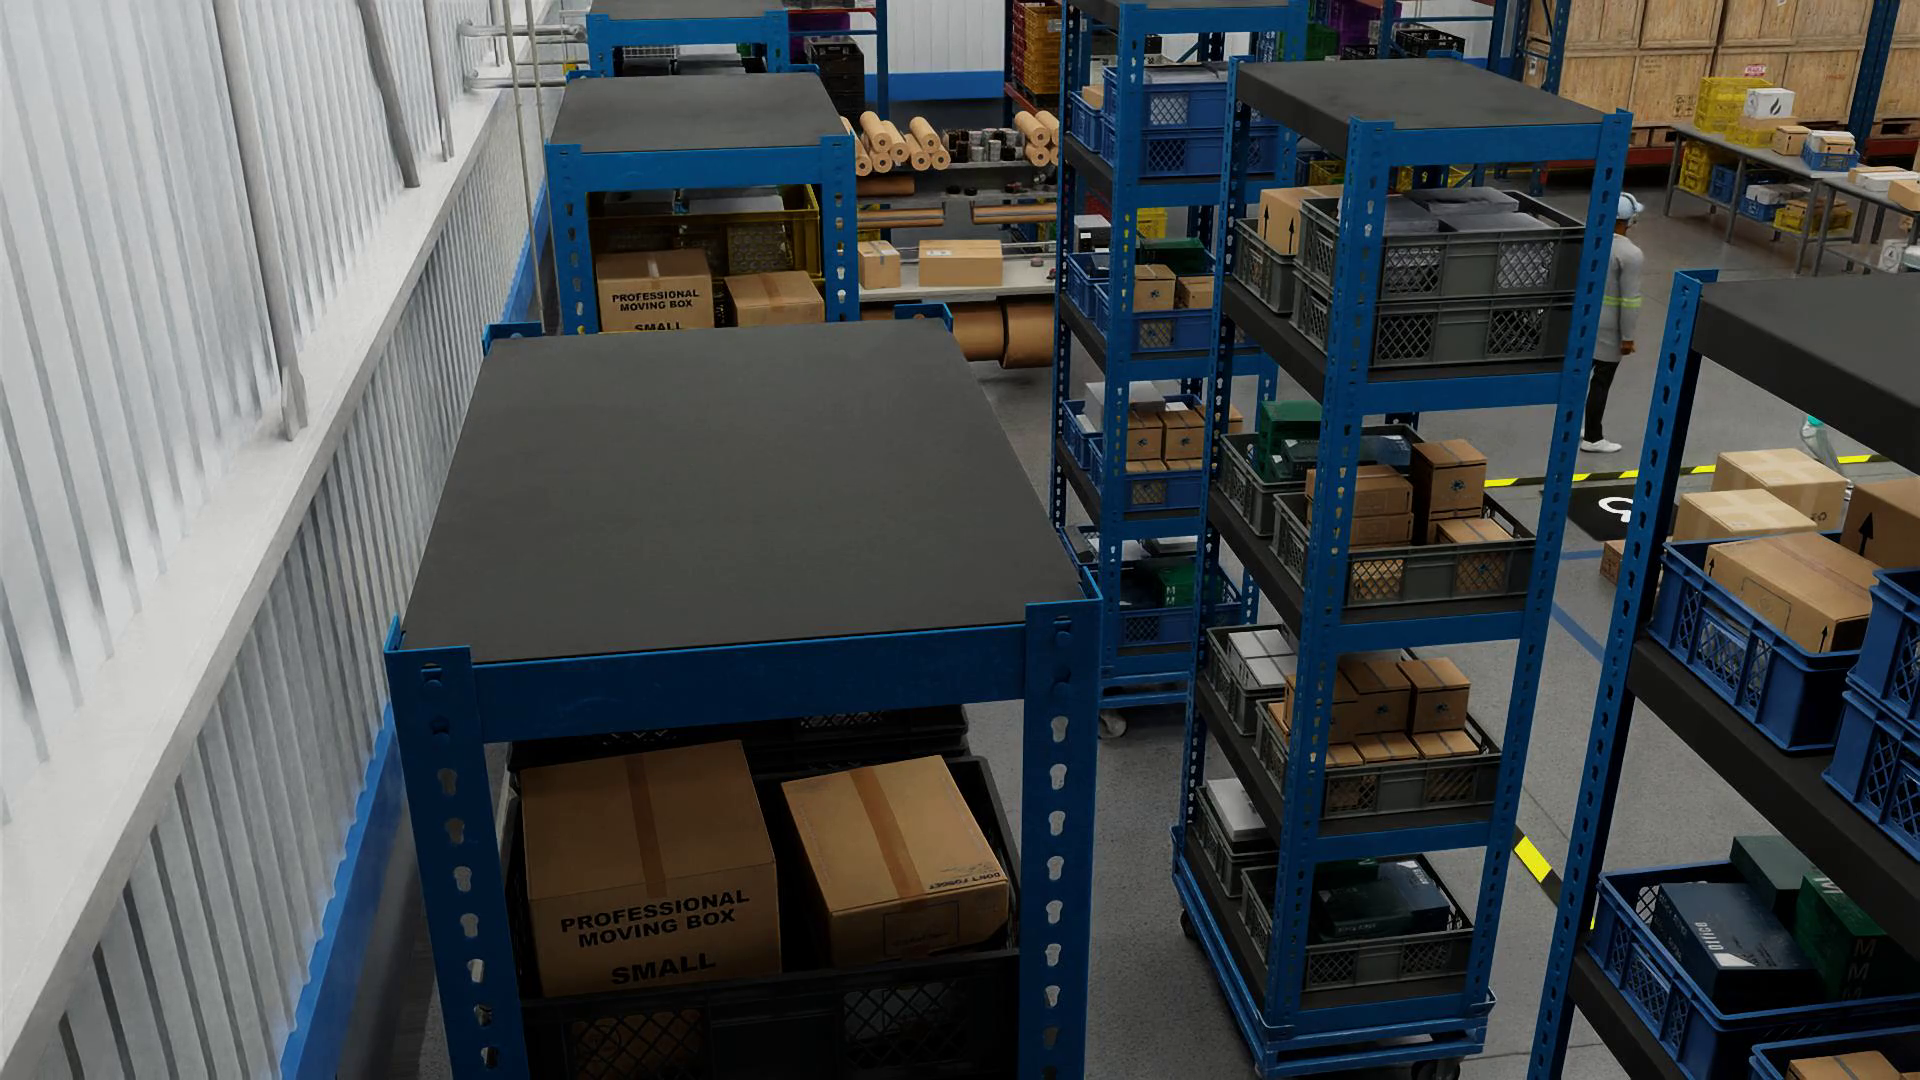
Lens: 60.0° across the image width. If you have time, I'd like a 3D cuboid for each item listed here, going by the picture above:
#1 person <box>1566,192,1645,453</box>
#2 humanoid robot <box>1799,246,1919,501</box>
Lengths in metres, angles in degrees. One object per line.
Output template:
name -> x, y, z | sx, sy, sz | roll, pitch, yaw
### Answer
person -> 4.559, -1.530, 11.729 | 0.373, 1.852, 0.597 | -9, 26, -18
humanoid robot -> 5.799, -1.094, 10.765 | 0.735, 1.671, 0.533 | 15, 28, 29
